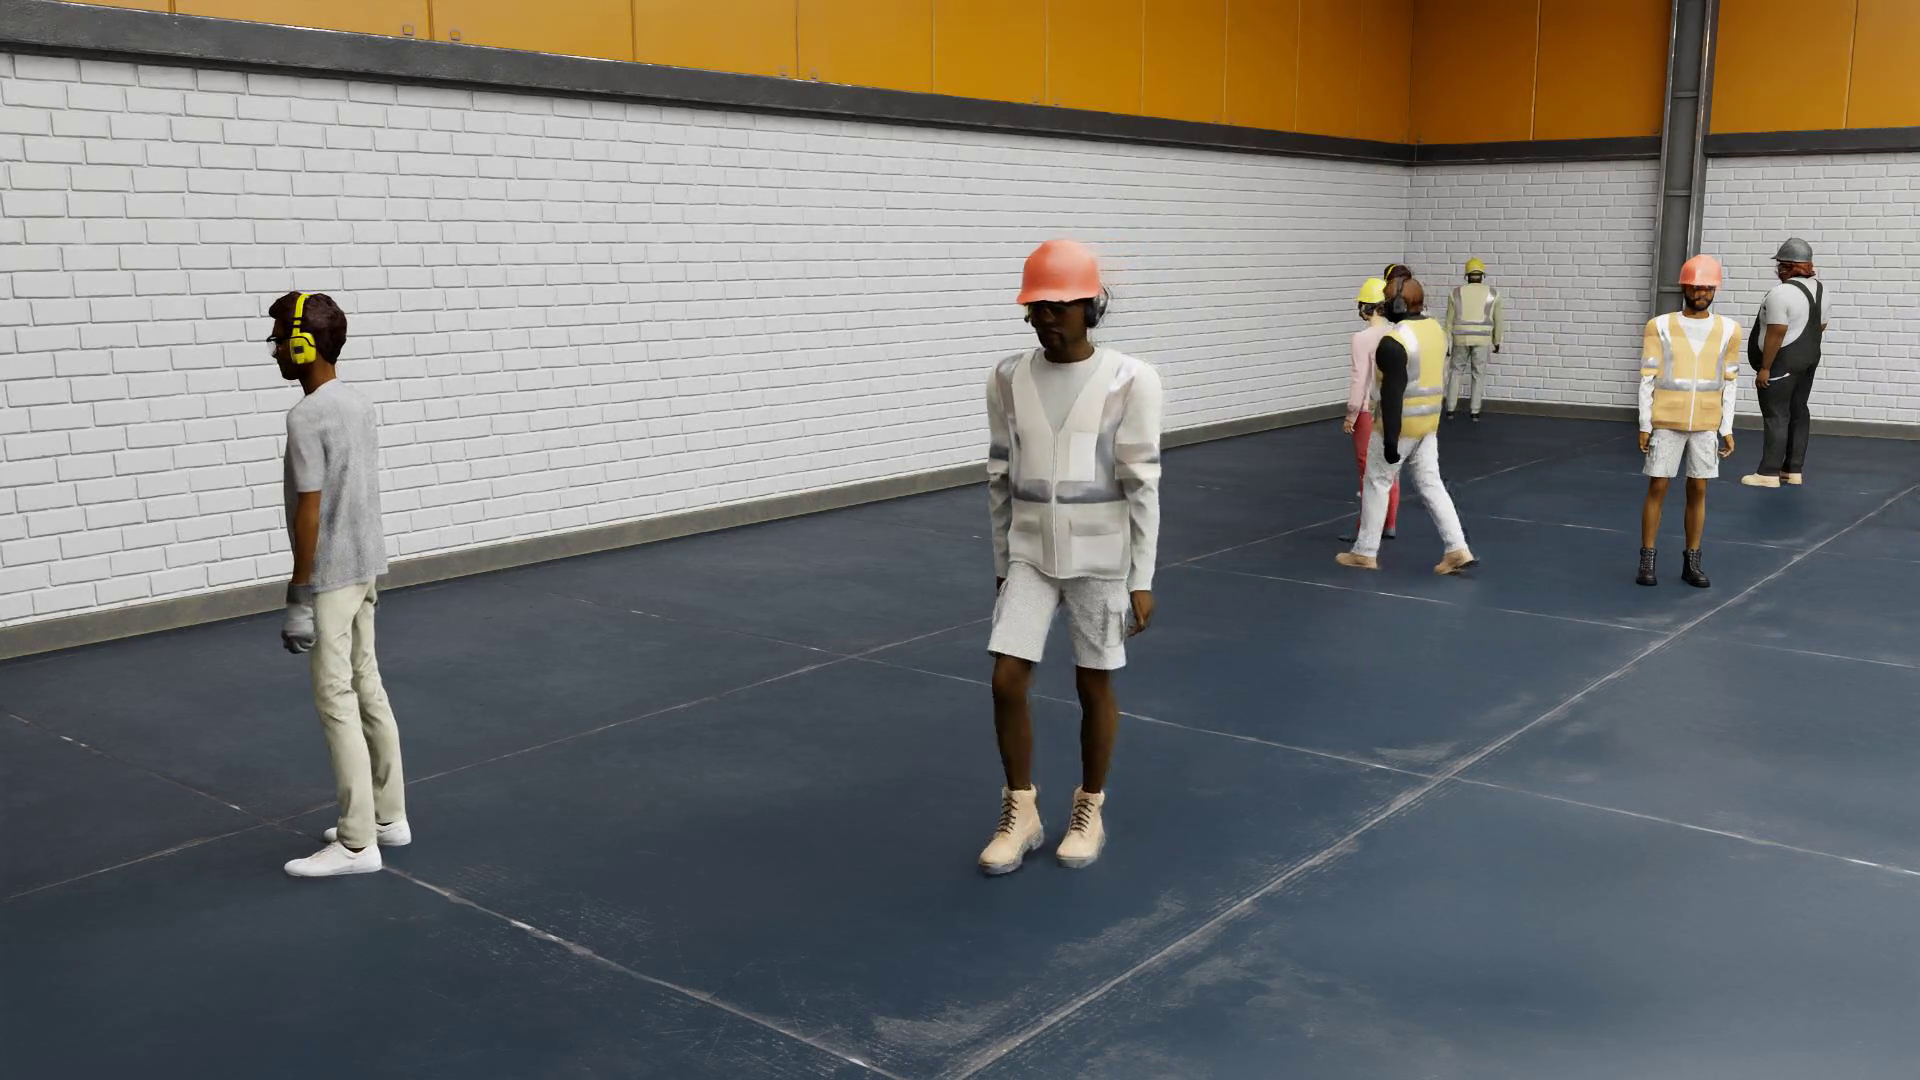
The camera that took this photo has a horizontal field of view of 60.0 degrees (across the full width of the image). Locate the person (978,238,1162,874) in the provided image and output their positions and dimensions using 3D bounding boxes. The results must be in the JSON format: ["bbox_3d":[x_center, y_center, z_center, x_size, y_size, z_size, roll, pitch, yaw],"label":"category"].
[{"bbox_3d":[0.323,0.082,5.233,0.624,2.023,0.665,4,11,22],"label":"person"}]

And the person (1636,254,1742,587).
[{"bbox_3d":[4.247,-0.687,9.714,0.543,1.941,0.358,2,10,11],"label":"person"}]

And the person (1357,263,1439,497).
[{"bbox_3d":[3.373,-1.186,12.763,0.523,1.853,0.698,-5,11,-24],"label":"person"}]

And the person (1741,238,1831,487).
[{"bbox_3d":[6.775,-1.461,13.728,0.683,2.000,0.537,-6,12,-31],"label":"person"}]

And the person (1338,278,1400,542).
[{"bbox_3d":[2.766,-0.860,11.148,0.523,1.772,0.314,-8,13,-38],"label":"person"}]

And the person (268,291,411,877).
[{"bbox_3d":[-2.009,0.145,5.328,0.315,1.865,0.515,0,10,2],"label":"person"}]

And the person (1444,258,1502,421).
[{"bbox_3d":[5.724,-2.227,18.574,0.615,1.827,0.446,3,11,18],"label":"person"}]

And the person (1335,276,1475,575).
[{"bbox_3d":[2.736,-0.683,10.092,0.628,1.837,0.746,-9,14,-41],"label":"person"}]
